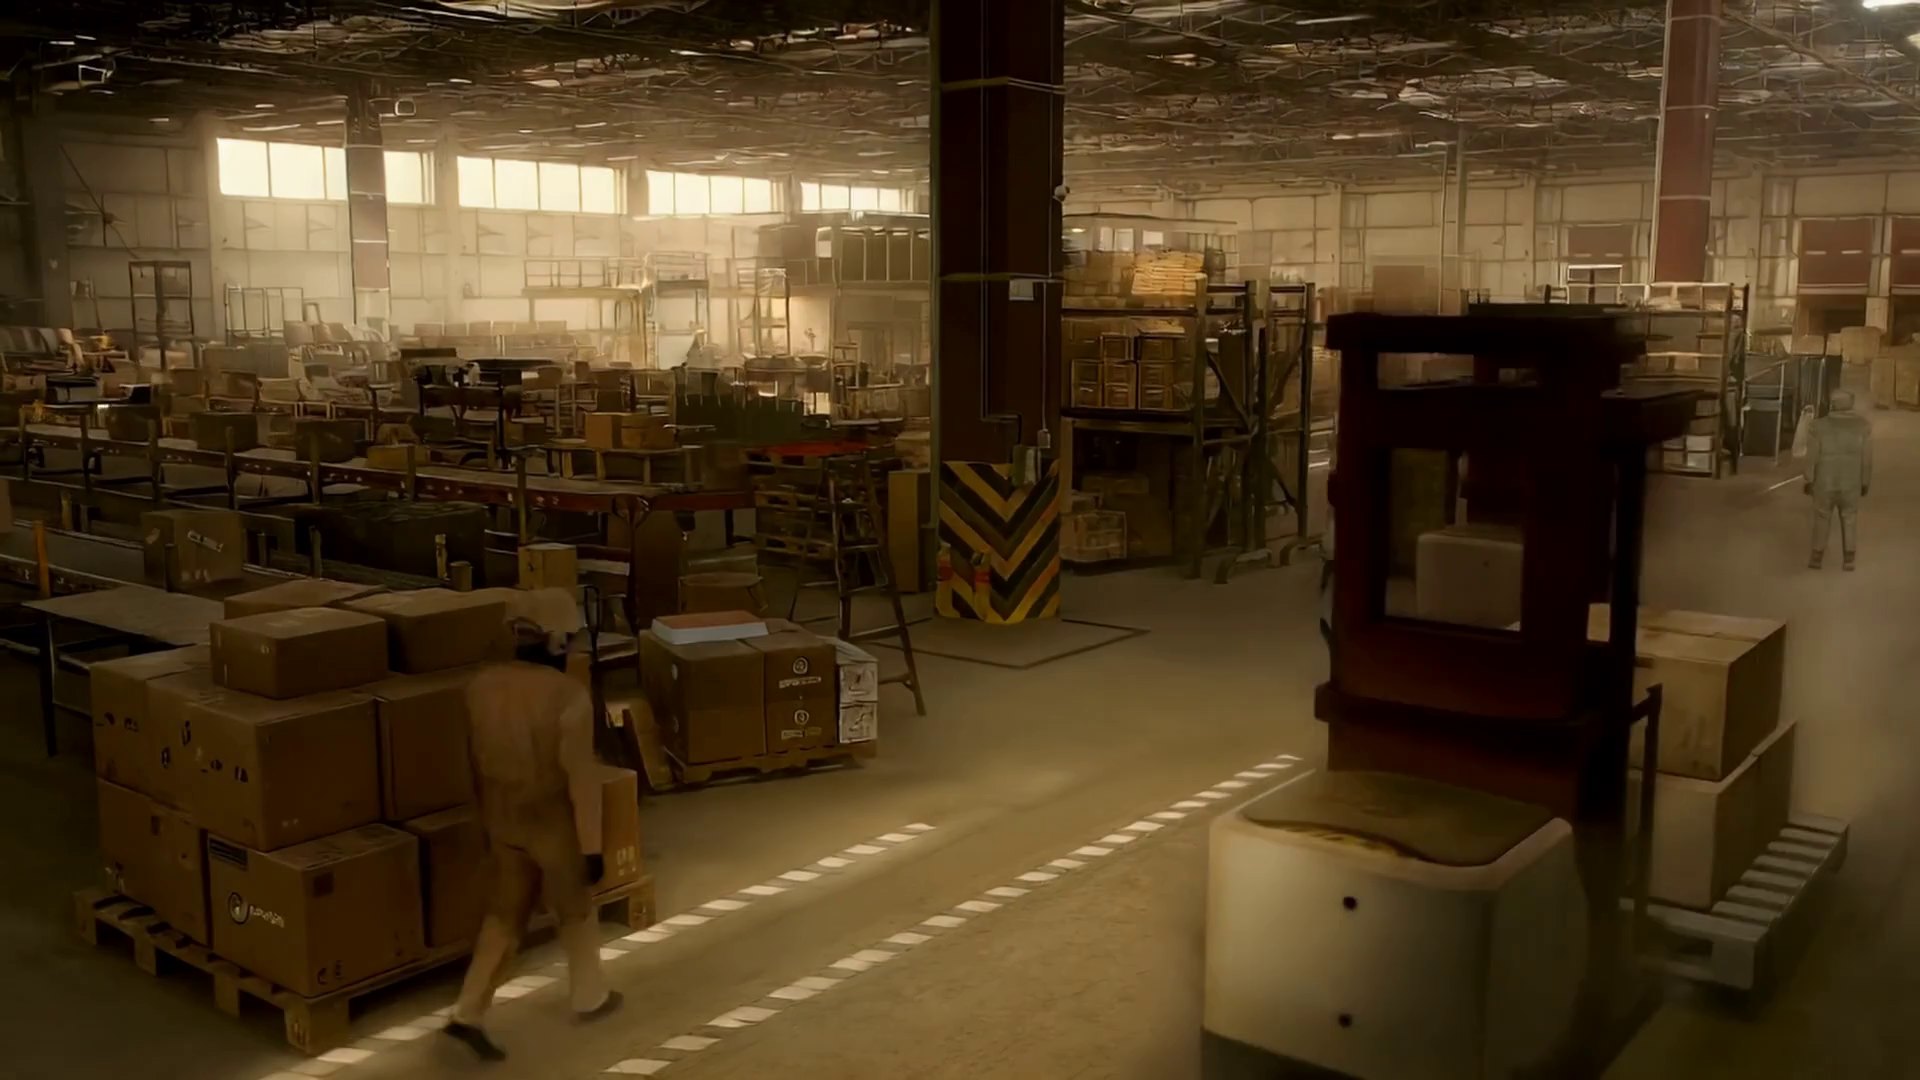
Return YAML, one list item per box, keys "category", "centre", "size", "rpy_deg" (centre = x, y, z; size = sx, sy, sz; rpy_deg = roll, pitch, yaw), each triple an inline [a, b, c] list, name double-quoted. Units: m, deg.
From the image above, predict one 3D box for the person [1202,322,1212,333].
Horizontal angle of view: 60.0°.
- category: "person"
  centre: [7.888, -6.027, 53.348]
  size: [0.677, 2.000, 0.945]
  rpy_deg: [-6, 11, -37]

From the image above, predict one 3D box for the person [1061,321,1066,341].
- category: "person"
  centre: [3.607, -7.071, 60.756]
  size: [0.593, 1.928, 0.362]
  rpy_deg: [-3, 9, -16]

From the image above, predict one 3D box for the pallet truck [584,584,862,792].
- category: "pallet truck"
  centre: [-1.426, 0.805, 10.019]
  size: [1.601, 1.201, 0.680]
  rpy_deg: [-4, 9, -26]

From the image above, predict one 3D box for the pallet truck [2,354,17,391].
- category: "pallet truck"
  centre: [-24.881, -4.417, 42.634]
  size: [1.885, 1.965, 0.823]
  rpy_deg: [8, 11, 41]

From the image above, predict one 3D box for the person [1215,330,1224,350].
- category: "person"
  centre: [6.754, -4.522, 43.544]
  size: [0.550, 1.935, 0.376]
  rpy_deg: [-8, 12, -43]

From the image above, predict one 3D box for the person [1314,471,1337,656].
- category: "person"
  centre: [2.611, 0.347, 11.549]
  size: [0.457, 1.678, 0.556]
  rpy_deg: [5, 10, 30]

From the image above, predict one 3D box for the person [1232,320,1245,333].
- category: "person"
  centre: [10.373, -7.178, 61.559]
  size: [0.675, 1.908, 0.637]
  rpy_deg: [0, 8, 2]

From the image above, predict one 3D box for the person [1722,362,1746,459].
- category: "person"
  centre: [13.591, -2.274, 29.194]
  size: [0.322, 1.697, 0.533]
  rpy_deg: [-1, 9, -7]

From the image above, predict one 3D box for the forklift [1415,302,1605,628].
- category: "forklift"
  centre: [4.379, -0.438, 12.852]
  size: [1.129, 2.768, 1.873]
  rpy_deg: [7, 11, 37]

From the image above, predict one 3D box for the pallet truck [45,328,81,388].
- category: "pallet truck"
  centre: [-23.775, -4.544, 43.495]
  size: [1.885, 1.965, 0.823]
  rpy_deg: [6, 10, 35]

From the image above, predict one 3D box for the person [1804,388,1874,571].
- category: "person"
  centre: [9.169, -0.627, 17.392]
  size: [0.640, 1.909, 0.409]
  rpy_deg: [3, 9, 21]

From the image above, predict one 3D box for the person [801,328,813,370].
- category: "person"
  centre: [-5.015, -6.165, 55.309]
  size: [0.771, 1.740, 0.527]
  rpy_deg: [3, 9, 20]

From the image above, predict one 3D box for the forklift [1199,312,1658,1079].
- category: "forklift"
  centre: [1.792, 0.564, 6.094]
  size: [1.129, 2.768, 1.873]
  rpy_deg: [7, 11, 37]

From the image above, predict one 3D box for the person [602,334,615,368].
- category: "person"
  centre: [-9.143, -4.456, 43.385]
  size: [0.445, 1.853, 0.537]
  rpy_deg: [-1, 9, -9]

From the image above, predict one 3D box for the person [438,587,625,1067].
- category: "person"
  centre: [-1.632, 1.083, 6.298]
  size: [0.647, 1.789, 0.837]
  rpy_deg: [4, 9, 26]

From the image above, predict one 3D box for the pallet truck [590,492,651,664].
- category: "pallet truck"
  centre: [-3.115, 0.344, 12.883]
  size: [0.653, 1.274, 1.630]
  rpy_deg: [7, 11, 37]

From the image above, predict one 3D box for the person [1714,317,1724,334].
- category: "person"
  centre: [33.189, -8.837, 72.817]
  size: [0.601, 1.890, 0.956]
  rpy_deg: [-4, 9, -23]
